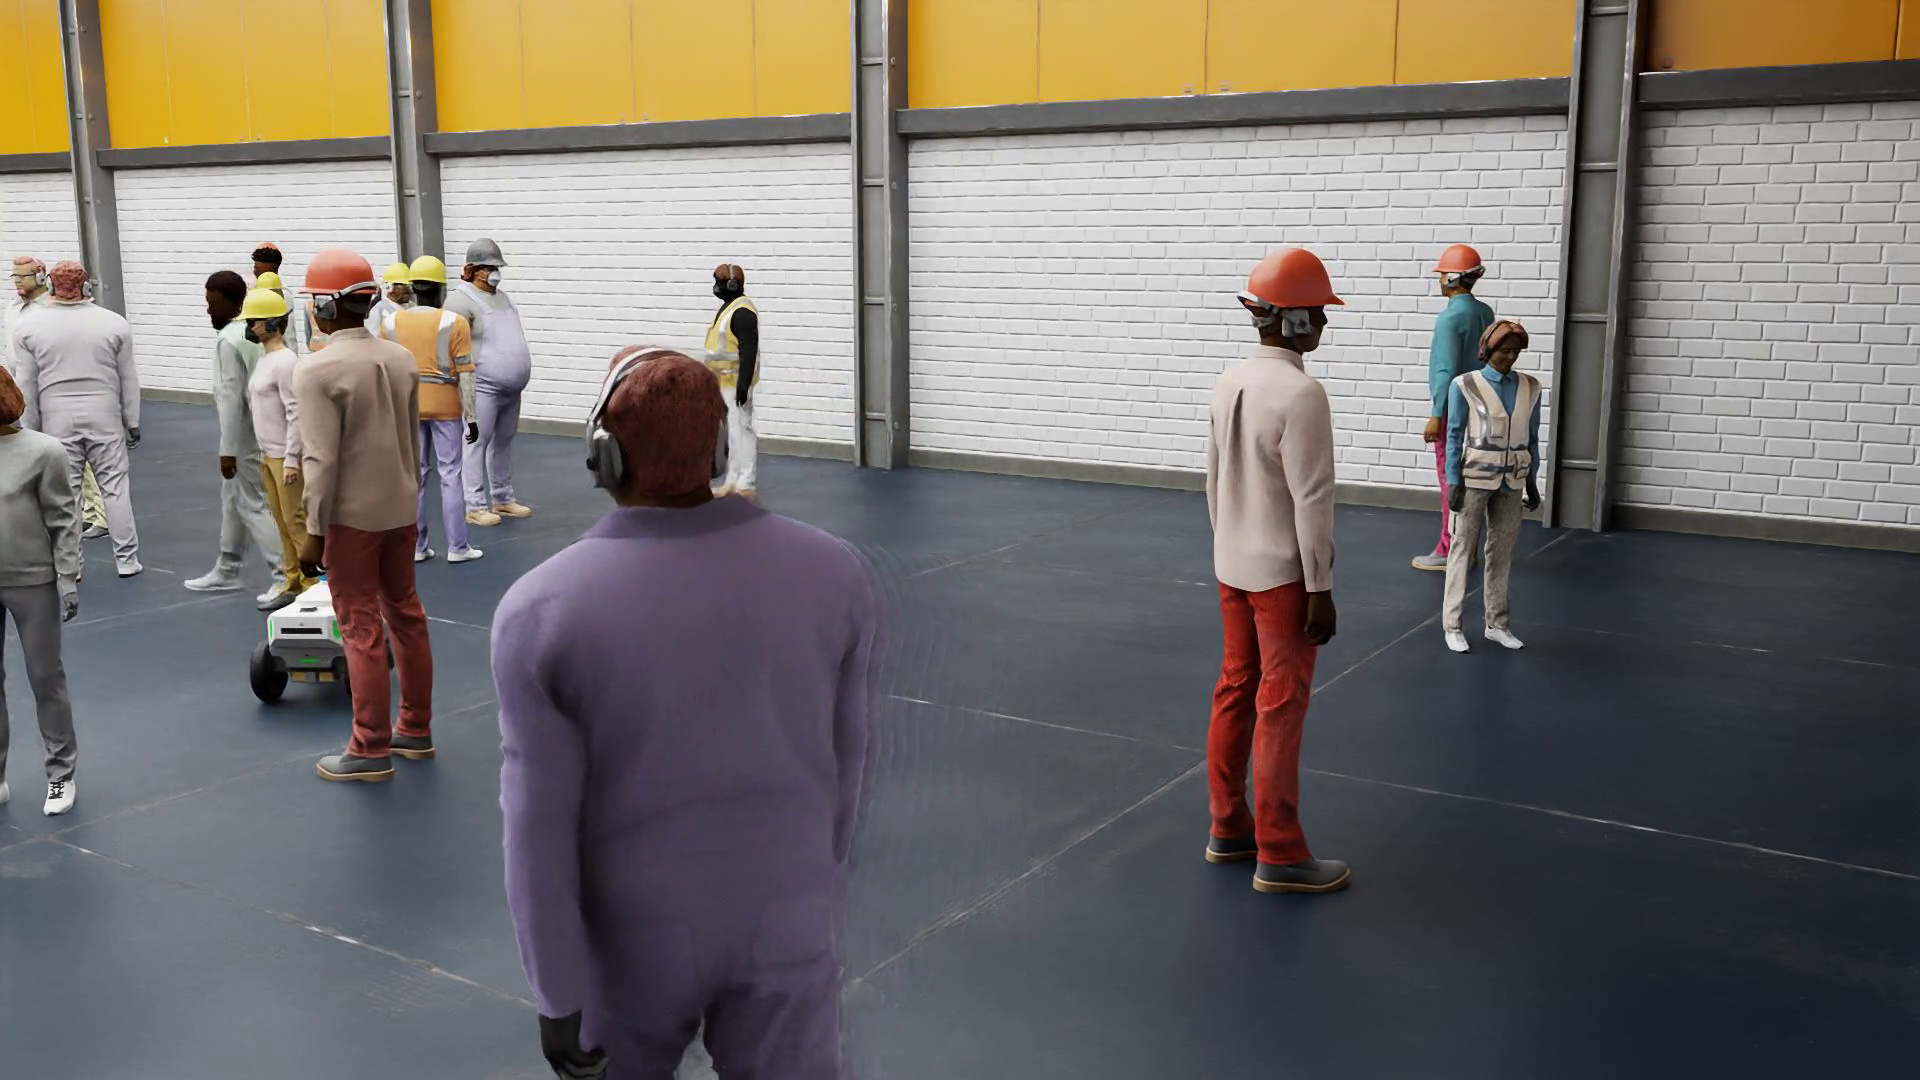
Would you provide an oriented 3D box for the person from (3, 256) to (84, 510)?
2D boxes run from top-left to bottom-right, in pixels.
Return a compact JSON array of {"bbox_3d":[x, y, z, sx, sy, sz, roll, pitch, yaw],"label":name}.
[{"bbox_3d":[-6.798,-1.132,12.282,0.651,1.906,0.409,4,11,19],"label":"person"}]

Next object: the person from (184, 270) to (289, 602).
[{"bbox_3d":[-4.068,-0.571,9.334,0.754,1.872,0.653,-1,10,-7],"label":"person"}]

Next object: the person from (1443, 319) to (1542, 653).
[{"bbox_3d":[2.620,-0.264,8.208,0.512,1.640,0.309,-3,11,-14],"label":"person"}]

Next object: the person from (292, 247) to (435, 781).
[{"bbox_3d":[-2.255,-0.089,6.251,0.392,1.995,0.612,4,11,20],"label":"person"}]

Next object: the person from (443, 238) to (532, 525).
[{"bbox_3d":[-3.340,-1.138,11.937,0.538,2.000,0.689,4,11,20],"label":"person"}]

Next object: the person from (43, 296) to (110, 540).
[{"bbox_3d":[-5.988,-0.883,11.320,0.325,1.752,0.560,-9,13,-40],"label":"person"}]

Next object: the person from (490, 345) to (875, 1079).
[{"bbox_3d":[-0.437,0.611,2.776,0.644,1.855,1.036,-4,11,-22],"label":"person"}]

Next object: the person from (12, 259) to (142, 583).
[{"bbox_3d":[-5.224,-0.702,9.892,0.644,1.907,0.400,-5,12,-28],"label":"person"}]

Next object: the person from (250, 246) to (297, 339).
[{"bbox_3d":[-6.207,-1.669,15.084,0.367,1.966,0.607,-8,13,-38],"label":"person"}]

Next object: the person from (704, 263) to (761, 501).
[{"bbox_3d":[-1.768,-1.214,12.908,0.429,1.842,0.636,-4,11,-21],"label":"person"}]

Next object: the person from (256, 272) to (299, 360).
[{"bbox_3d":[-6.052,-1.485,14.683,0.493,1.743,0.301,2,10,8],"label":"person"}]

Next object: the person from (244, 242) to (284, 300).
[{"bbox_3d":[-7.071,-2.047,17.097,0.609,1.996,0.379,7,12,33],"label":"person"}]

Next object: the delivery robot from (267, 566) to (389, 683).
[{"bbox_3d":[-2.818,0.359,7.502,0.477,0.478,0.707,0,10,2],"label":"delivery robot"}]

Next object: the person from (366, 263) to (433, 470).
[{"bbox_3d":[-4.857,-1.480,14.439,0.403,1.825,0.594,5,11,26],"label":"person"}]

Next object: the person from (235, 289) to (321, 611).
[{"bbox_3d":[-3.649,-0.451,8.892,0.321,1.767,0.533,-7,13,-35],"label":"person"}]

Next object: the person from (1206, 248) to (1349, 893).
[{"bbox_3d":[0.993,0.097,5.218,0.378,1.996,0.611,-4,11,-20],"label":"person"}]

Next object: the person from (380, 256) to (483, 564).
[{"bbox_3d":[-3.298,-0.807,10.422,0.594,1.922,0.386,1,10,7],"label":"person"}]

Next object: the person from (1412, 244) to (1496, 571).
[{"bbox_3d":[3.039,-0.803,10.205,0.380,1.996,0.608,9,14,41],"label":"person"}]

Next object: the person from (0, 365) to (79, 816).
[{"bbox_3d":[-3.348,0.169,5.822,0.507,1.631,0.265,-1,10,-7],"label":"person"}]
